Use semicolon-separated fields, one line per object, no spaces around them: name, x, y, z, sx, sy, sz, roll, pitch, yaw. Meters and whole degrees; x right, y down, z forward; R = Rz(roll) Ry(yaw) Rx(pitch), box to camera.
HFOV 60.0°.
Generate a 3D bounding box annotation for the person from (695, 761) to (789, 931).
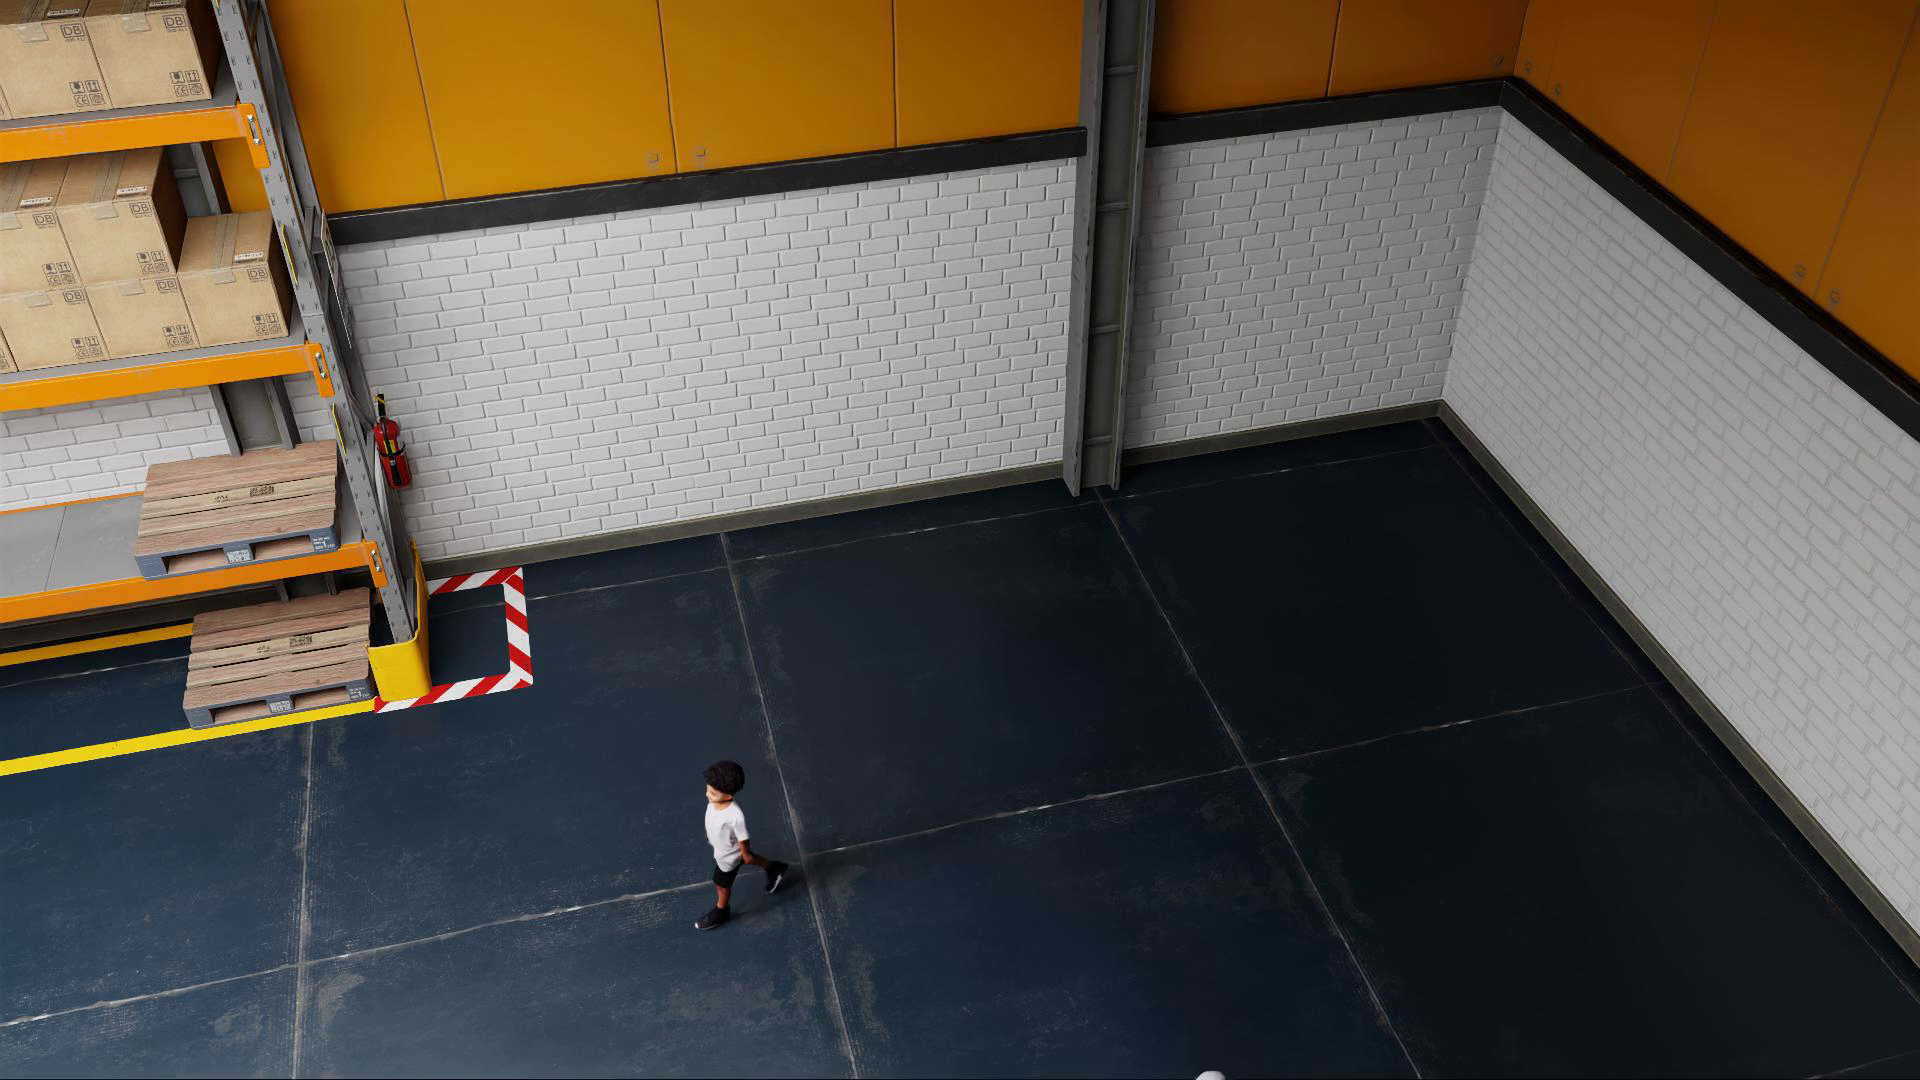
person;-1.291;1.724;9.721;0.908;1.244;0.631;-20;43;-23
